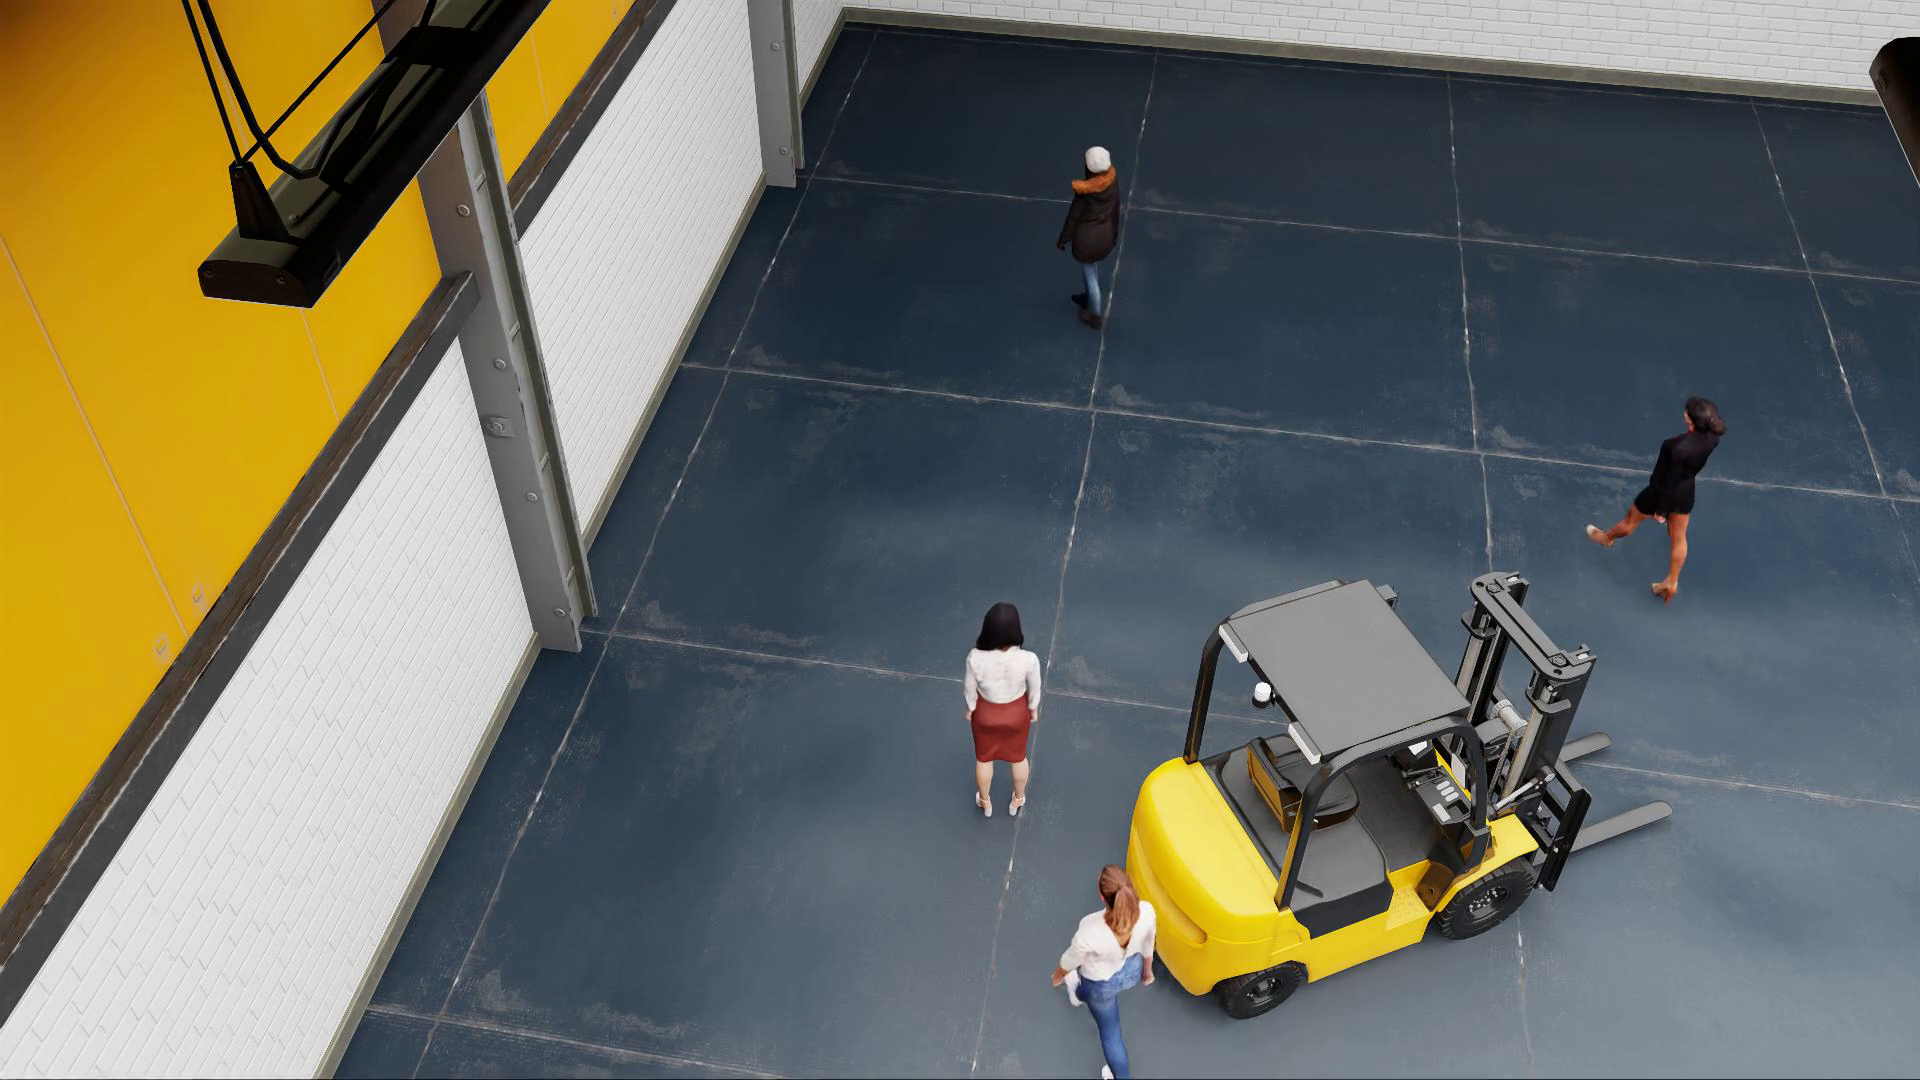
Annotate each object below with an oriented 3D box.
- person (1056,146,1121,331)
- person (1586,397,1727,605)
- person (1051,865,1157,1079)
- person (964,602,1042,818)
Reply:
[{"bbox_3d":[1.123,-2.411,13.485,0.790,1.620,0.846,-32,52,-29],"label":"person"},{"bbox_3d":[4.841,-0.224,11.202,0.972,1.602,1.107,-19,47,-19],"label":"person"},{"bbox_3d":[0.808,2.307,8.493,1.057,1.675,1.178,-20,47,-20],"label":"person"},{"bbox_3d":[0.242,1.028,9.779,0.627,1.753,0.560,0,44,0],"label":"person"}]
